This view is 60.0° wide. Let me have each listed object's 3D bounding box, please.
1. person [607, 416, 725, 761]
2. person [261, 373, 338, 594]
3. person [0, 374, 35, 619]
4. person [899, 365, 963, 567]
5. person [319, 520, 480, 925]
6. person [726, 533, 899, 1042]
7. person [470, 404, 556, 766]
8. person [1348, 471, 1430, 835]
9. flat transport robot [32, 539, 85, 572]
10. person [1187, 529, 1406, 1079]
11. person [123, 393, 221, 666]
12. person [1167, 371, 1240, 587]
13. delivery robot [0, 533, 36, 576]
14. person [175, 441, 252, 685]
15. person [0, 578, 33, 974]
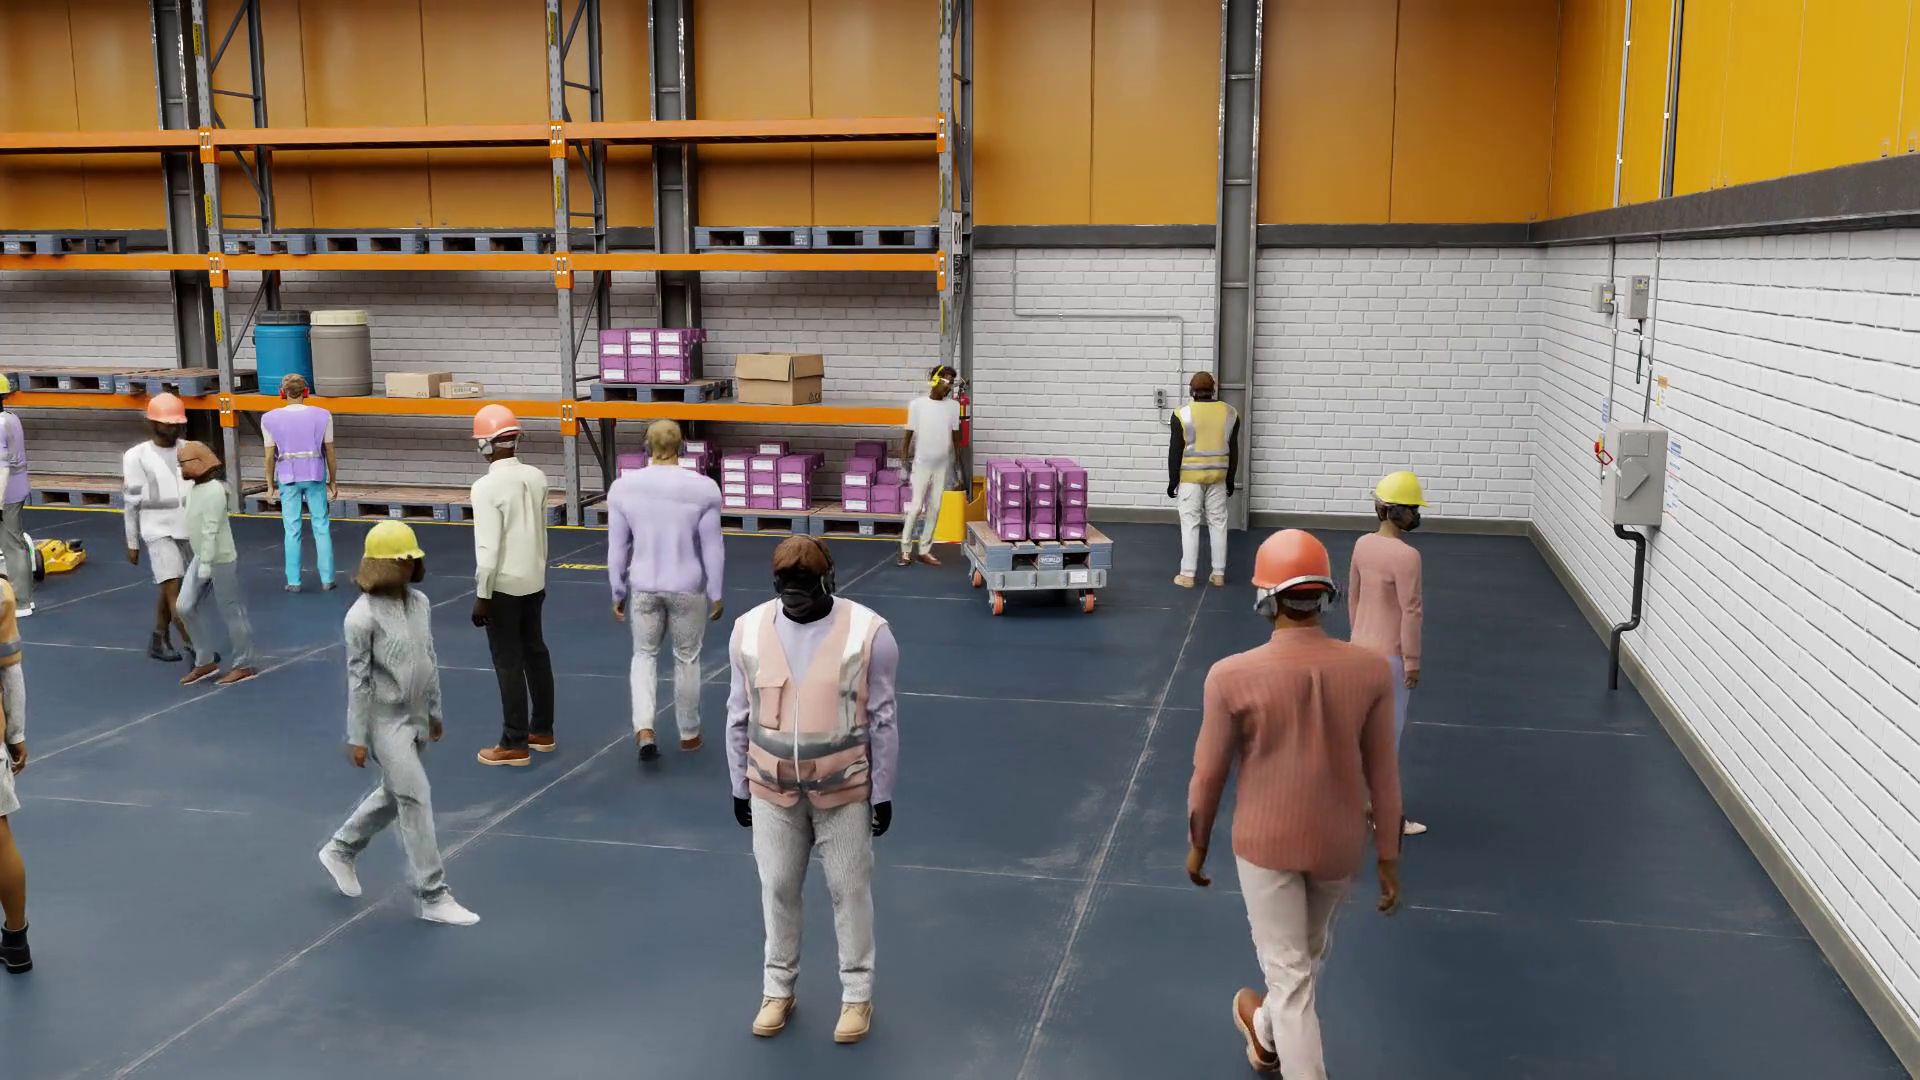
[{"bbox_3d":[-1.614,0.278,9.193,0.634,1.934,0.568,0,10,0],"label":"person"},{"bbox_3d":[-5.485,-0.465,13.855,0.563,1.838,0.389,-5,11,-25],"label":"person"},{"bbox_3d":[-7.418,-0.346,12.885,0.368,1.929,0.589,-4,10,-21],"label":"person"},{"bbox_3d":[-0.265,-0.665,15.073,0.573,1.835,0.374,-4,10,-23],"label":"person"},{"bbox_3d":[-2.427,0.752,7.025,0.805,1.716,0.493,3,10,17],"label":"person"},{"bbox_3d":[-0.531,0.880,5.924,0.632,1.837,0.430,1,10,9],"label":"person"},{"bbox_3d":[-2.496,0.246,9.187,0.390,1.990,0.623,3,10,19],"label":"person"},{"bbox_3d":[2.084,0.543,8.111,0.329,1.765,0.526,-3,10,-19],"label":"person"},{"bbox_3d":[-8.646,0.158,14.801,1.431,0.197,0.652,-3,10,-18],"label":"flat transport robot"},{"bbox_3d":[1.018,0.933,5.258,0.624,1.939,1.024,-2,10,-12],"label":"person"},{"bbox_3d":[-5.296,-0.050,11.267,0.992,1.877,0.564,7,12,35],"label":"person"},{"bbox_3d":[2.052,-0.515,14.154,0.631,1.840,0.428,-2,10,-14],"label":"person"},{"bbox_3d":[-8.030,0.095,14.056,0.477,0.478,0.707,-6,11,-31],"label":"delivery robot"},{"bbox_3d":[-4.915,0.166,10.804,0.518,1.610,0.554,8,13,40],"label":"person"},{"bbox_3d":[-3.857,0.757,6.332,0.364,1.933,0.552,7,12,36],"label":"person"}]
